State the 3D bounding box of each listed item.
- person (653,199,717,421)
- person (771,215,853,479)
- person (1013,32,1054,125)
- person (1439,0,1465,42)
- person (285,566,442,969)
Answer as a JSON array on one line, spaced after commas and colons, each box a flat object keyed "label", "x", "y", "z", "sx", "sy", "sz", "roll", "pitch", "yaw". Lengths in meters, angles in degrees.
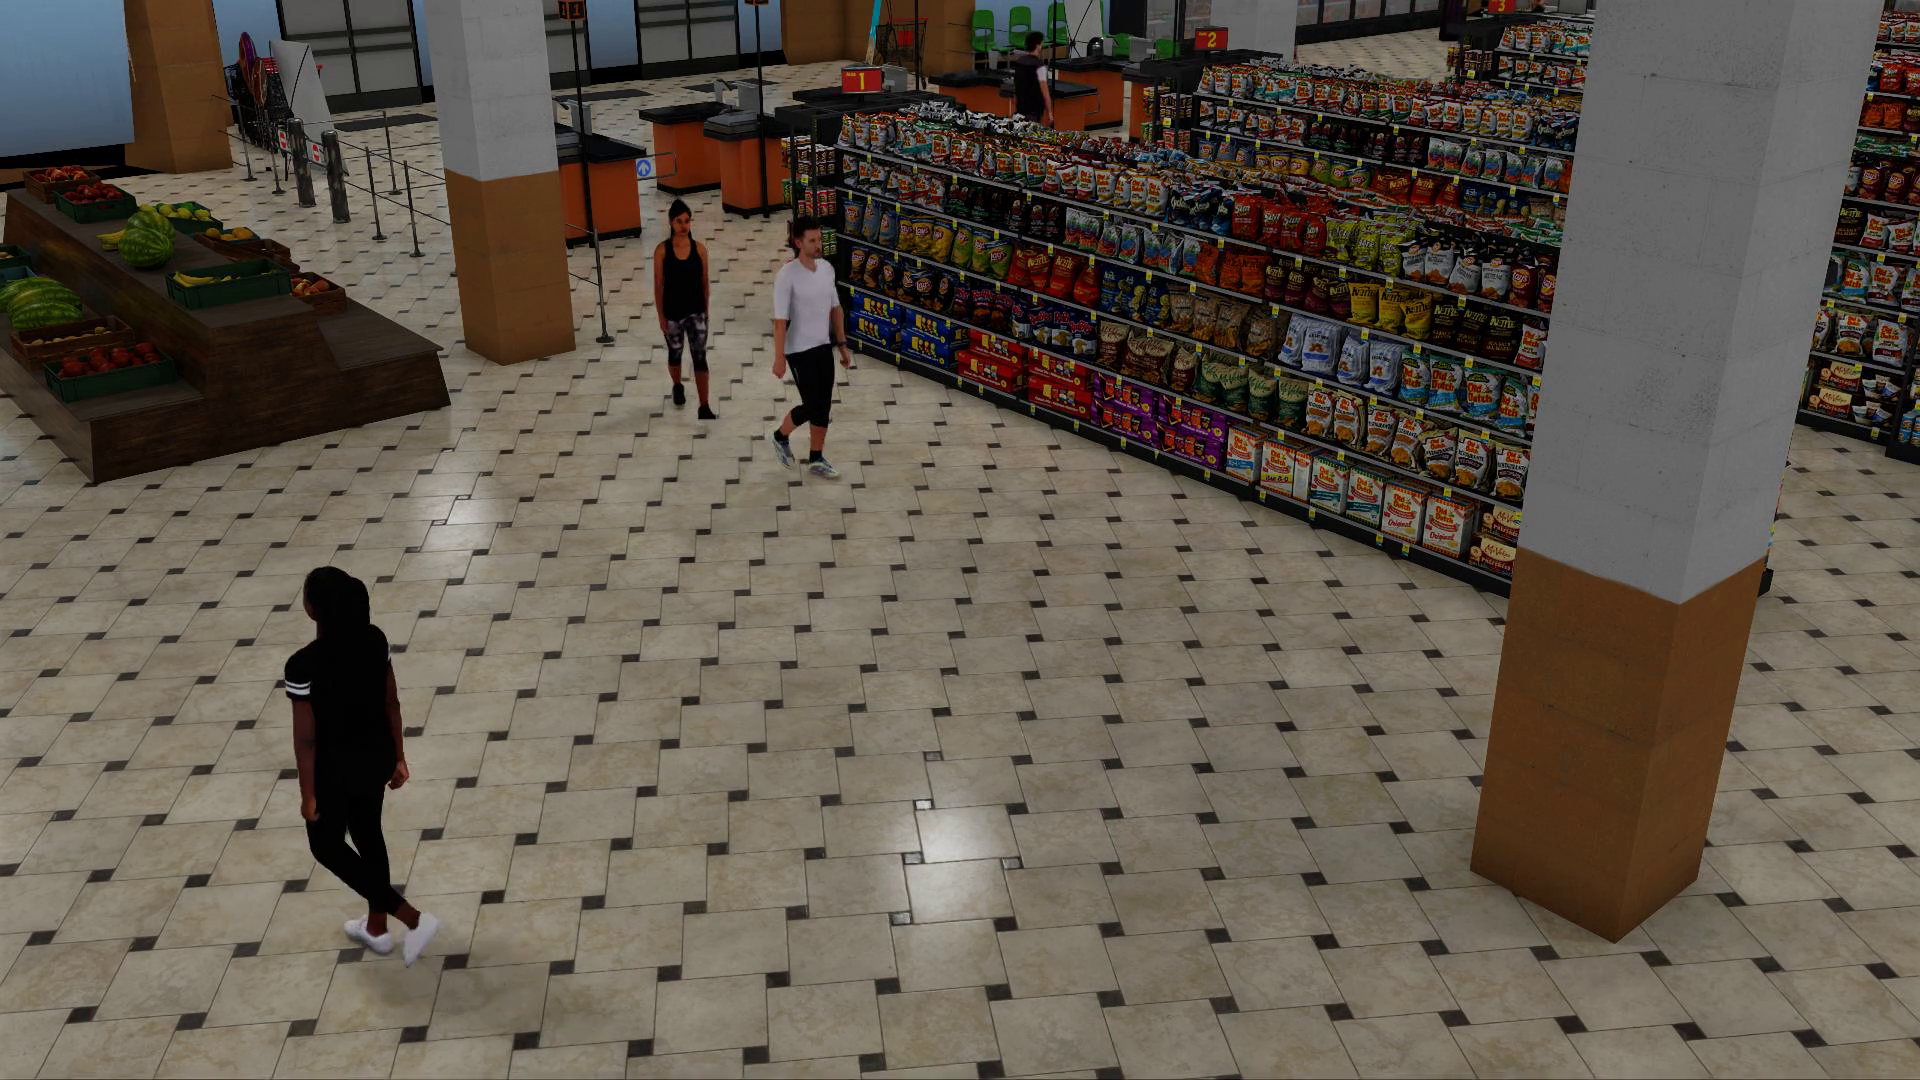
[{"label": "person", "x": -2.130, "y": -1.740, "z": 12.627, "sx": 0.854, "sy": 1.617, "sz": 1.168, "roll": -8, "pitch": 25, "yaw": -18}, {"label": "person", "x": -1.103, "y": -1.319, "z": 11.391, "sx": 0.849, "sy": 1.837, "sz": 0.788, "roll": 17, "pitch": 29, "yaw": 33}, {"label": "person", "x": 0.792, "y": -5.271, "z": 20.433, "sx": 0.737, "sy": 1.828, "sz": 0.712, "roll": -17, "pitch": 29, "yaw": -34}, {"label": "person", "x": 9.992, "y": -10.963, "z": 33.708, "sx": 0.673, "sy": 1.615, "sz": 0.765, "roll": 9, "pitch": 25, "yaw": 20}, {"label": "person", "x": -2.299, "y": 0.921, "z": 6.423, "sx": 0.969, "sy": 1.716, "sz": 0.787, "roll": 14, "pitch": 27, "yaw": 29}]
